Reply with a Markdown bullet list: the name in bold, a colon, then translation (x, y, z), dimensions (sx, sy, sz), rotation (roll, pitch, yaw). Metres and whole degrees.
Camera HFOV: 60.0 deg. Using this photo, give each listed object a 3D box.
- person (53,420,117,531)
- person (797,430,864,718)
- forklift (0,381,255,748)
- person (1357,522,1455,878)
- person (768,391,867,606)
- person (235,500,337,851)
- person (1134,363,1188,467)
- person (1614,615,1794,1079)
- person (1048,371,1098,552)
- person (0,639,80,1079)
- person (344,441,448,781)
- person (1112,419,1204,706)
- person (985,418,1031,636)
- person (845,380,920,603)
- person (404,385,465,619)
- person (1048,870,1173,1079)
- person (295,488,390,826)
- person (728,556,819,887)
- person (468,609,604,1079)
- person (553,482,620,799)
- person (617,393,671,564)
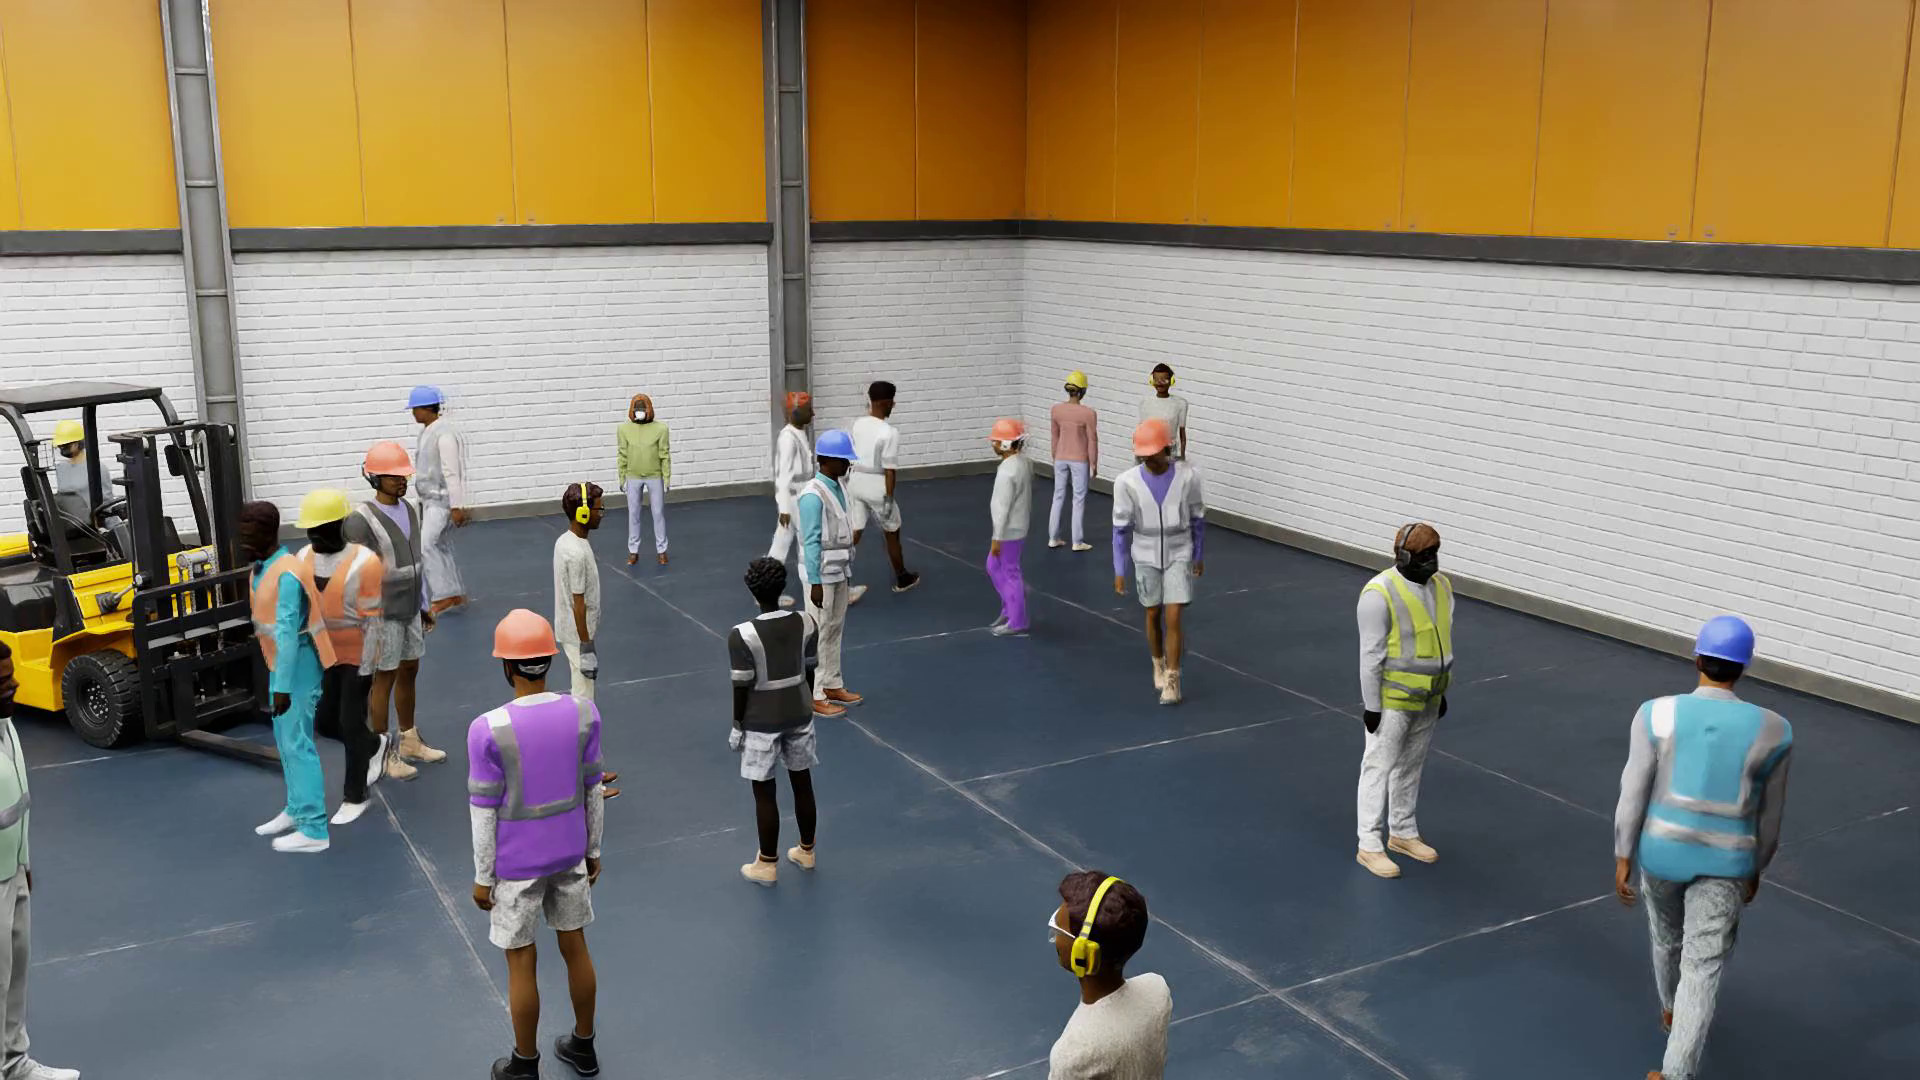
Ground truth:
- **person**: translation (-6.819, -0.070, 12.974), dimensions (0.534, 1.757, 0.353), rotation (4, 13, 19)
- **person**: translation (-0.875, 0.221, 11.175), dimensions (0.415, 1.940, 0.605), rotation (4, 13, 18)
- **forklift**: translation (-5.853, 0.085, 11.199), dimensions (2.313, 2.155, 1.214), rotation (7, 14, 28)
- **person**: translation (2.320, 0.811, 8.629), dimensions (0.625, 1.843, 0.430), rotation (-9, 15, -35)
- **person**: translation (-1.267, -0.329, 13.983), dimensions (0.951, 1.832, 0.606), rotation (0, 12, 1)
- **person**: translation (-3.614, 0.713, 8.959), dimensions (0.443, 1.907, 0.627), rotation (-10, 15, -38)
- **person**: translation (1.916, -0.762, 15.934), dimensions (0.518, 1.874, 0.326), rotation (3, 12, 14)
- **person**: translation (2.909, 1.240, 6.581), dimensions (0.599, 1.871, 1.038), rotation (6, 13, 26)
- **person**: translation (1.113, -0.768, 16.235), dimensions (0.523, 1.759, 0.339), rotation (8, 15, 34)
- **person**: translation (-3.668, 1.283, 6.267), dimensions (0.384, 1.910, 0.594), rotation (-3, 12, -14)
- **person**: translation (-3.384, 0.413, 10.019), dimensions (0.374, 2.044, 0.607), rotation (4, 13, 16)
- **person**: translation (1.363, 0.139, 11.456), dimensions (0.629, 1.974, 0.856), rotation (1, 12, 5)
- **person**: translation (0.330, -0.094, 13.098), dimensions (0.454, 1.737, 0.588), rotation (3, 12, 12)
- **person**: translation (-0.736, -0.418, 14.267), dimensions (0.615, 1.910, 1.045), rotation (8, 14, 33)
- **person**: translation (-4.372, -0.308, 13.682), dimensions (0.589, 1.913, 0.654), rotation (-8, 15, -35)
- **person**: translation (0.340, 1.727, 4.262), dimensions (0.328, 1.876, 0.513), rotation (7, 14, 31)
- **person**: translation (-3.436, 0.621, 9.385), dimensions (0.584, 1.906, 0.594), rotation (4, 13, 19)
- **person**: translation (-0.944, 0.917, 8.469), dimensions (0.533, 1.698, 0.322), rotation (-10, 15, -38)
- **person**: translation (-1.662, 1.219, 6.521), dimensions (0.544, 1.929, 0.389), rotation (-11, 16, -41)
- **person**: translation (-2.179, 0.587, 9.649), dimensions (0.334, 1.860, 0.509), rotation (-4, 13, -17)
- **person**: translation (-2.961, -0.570, 15.621), dimensions (0.497, 1.626, 0.287), rotation (0, 12, -1)
